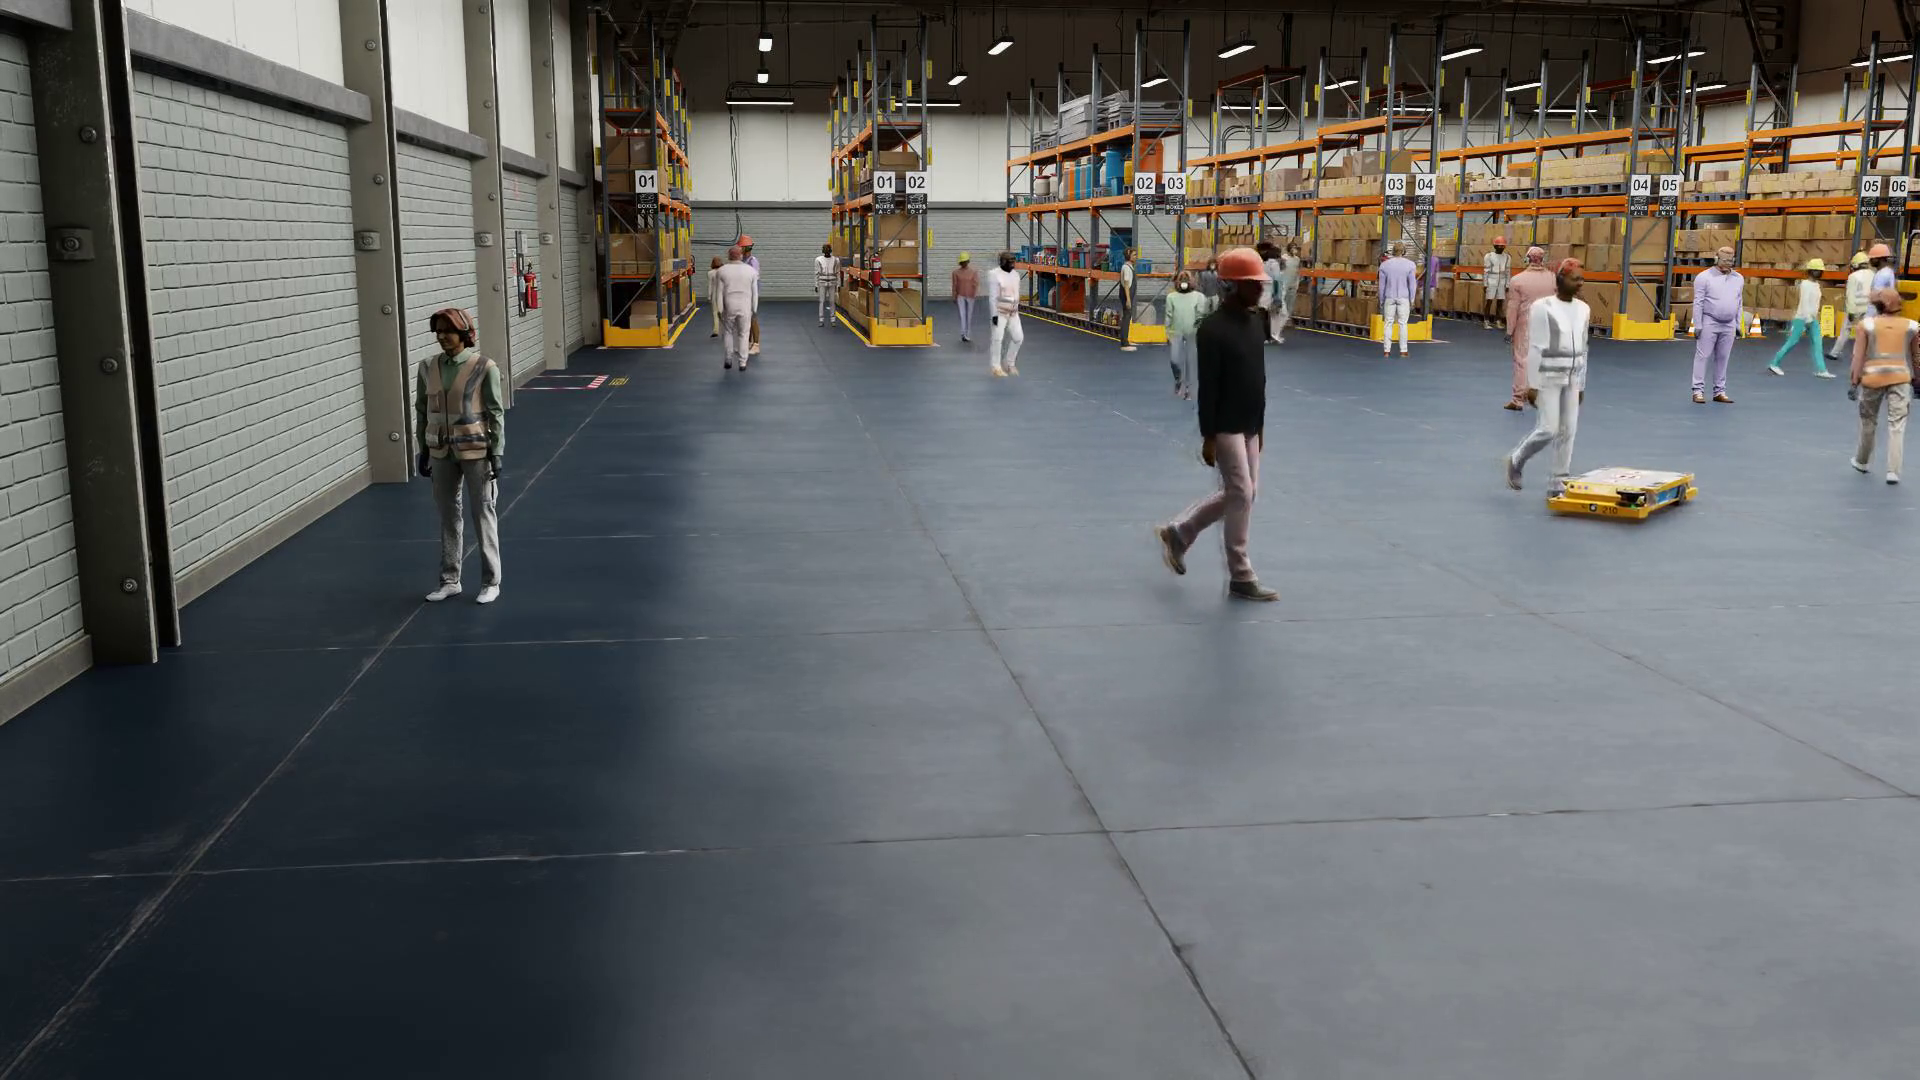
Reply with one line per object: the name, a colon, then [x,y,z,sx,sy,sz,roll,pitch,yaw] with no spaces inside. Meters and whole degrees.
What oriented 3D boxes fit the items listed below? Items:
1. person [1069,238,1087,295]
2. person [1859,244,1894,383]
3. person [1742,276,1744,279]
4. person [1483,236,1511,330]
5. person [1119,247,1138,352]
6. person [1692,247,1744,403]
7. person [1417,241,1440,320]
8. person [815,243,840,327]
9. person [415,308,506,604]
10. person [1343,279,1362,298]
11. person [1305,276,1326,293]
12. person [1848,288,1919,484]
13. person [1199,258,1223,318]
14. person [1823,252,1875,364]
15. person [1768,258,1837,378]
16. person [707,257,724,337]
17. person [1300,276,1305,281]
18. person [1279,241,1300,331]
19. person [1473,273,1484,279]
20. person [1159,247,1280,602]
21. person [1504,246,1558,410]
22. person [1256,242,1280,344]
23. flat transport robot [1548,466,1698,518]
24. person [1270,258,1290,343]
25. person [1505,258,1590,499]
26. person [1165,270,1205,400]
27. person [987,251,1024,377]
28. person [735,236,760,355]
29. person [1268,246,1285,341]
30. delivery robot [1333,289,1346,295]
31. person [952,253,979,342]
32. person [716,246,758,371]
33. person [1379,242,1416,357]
person: [3.541,-7.998,49.585,0.613,1.988,0.402,-2,11,-12]
person: [12.609,-3.110,22.947,0.435,1.924,0.581,7,13,36]
person: [20.929,-7.110,44.911,0.585,1.921,0.392,-1,10,-8]
person: [11.699,-5.580,36.213,0.606,2.035,0.405,-1,10,-7]
person: [2.994,-4.271,29.550,0.332,1.843,0.525,1,10,6]
person: [9.278,-2.619,20.340,0.639,1.902,0.407,-1,10,-7]
person: [10.525,-5.781,37.624,0.587,1.911,0.725,0,10,2]
person: [-2.997,-5.770,37.656,0.584,1.882,0.337,-1,10,-7]
person: [-2.766,-0.460,9.218,0.525,1.639,0.307,3,11,14]
person: [9.899,-6.502,42.093,0.489,1.721,0.719,-1,10,-7]
person: [9.016,-6.501,42.189,0.557,1.679,0.457,0,10,2]
person: [7.723,-1.298,13.909,0.566,1.588,0.850,3,11,18]
person: [5.238,-5.084,34.707,0.505,1.602,0.849,1,10,7]
person: [14.435,-3.721,26.719,0.613,1.779,0.944,-4,11,-20]
person: [12.287,-3.226,24.186,0.533,1.725,0.931,-8,13,-37]
person: [-4.889,-4.911,33.661,0.493,1.624,0.280,-8,13,-39]
person: [8.619,-6.698,42.819,0.654,1.850,0.997,-2,11,-12]
person: [7.104,-5.487,35.991,0.632,1.931,0.375,-8,13,-37]
person: [15.441,-7.856,49.124,0.537,1.876,1.056,1,10,5]
person: [1.482,-0.660,9.410,0.764,1.972,0.624,8,13,37]
person: [6.683,-2.469,19.489,0.641,1.913,0.407,-2,10,-9]
person: [5.716,-4.672,31.514,0.643,1.932,0.598,-4,11,-22]
flat transport robot: [5.002,-0.374,12.497,0.652,0.197,1.431,8,13,38]
person: [6.063,-4.537,31.585,0.375,1.623,0.544,-1,10,-5]
person: [4.522,-1.208,12.688,0.601,1.870,0.588,-5,11,-25]
person: [2.805,-2.551,20.743,0.506,1.622,0.373,3,11,15]
person: [0.651,-3.263,24.092,0.644,1.828,0.460,-9,14,-41]
person: [-3.674,-4.201,28.615,0.382,2.041,0.616,-6,12,-30]
person: [6.090,-4.781,32.349,0.429,1.842,0.633,-5,11,-26]
delivery robot: [11.511,-7.344,49.675,0.707,0.478,0.477,4,11,23]
person: [0.100,-4.723,32.400,0.517,1.703,0.929,0,10,-2]
person: [-3.412,-3.537,25.437,0.642,1.874,0.864,-2,10,-10]
person: [7.376,-4.046,28.071,0.628,1.935,0.373,5,11,25]
